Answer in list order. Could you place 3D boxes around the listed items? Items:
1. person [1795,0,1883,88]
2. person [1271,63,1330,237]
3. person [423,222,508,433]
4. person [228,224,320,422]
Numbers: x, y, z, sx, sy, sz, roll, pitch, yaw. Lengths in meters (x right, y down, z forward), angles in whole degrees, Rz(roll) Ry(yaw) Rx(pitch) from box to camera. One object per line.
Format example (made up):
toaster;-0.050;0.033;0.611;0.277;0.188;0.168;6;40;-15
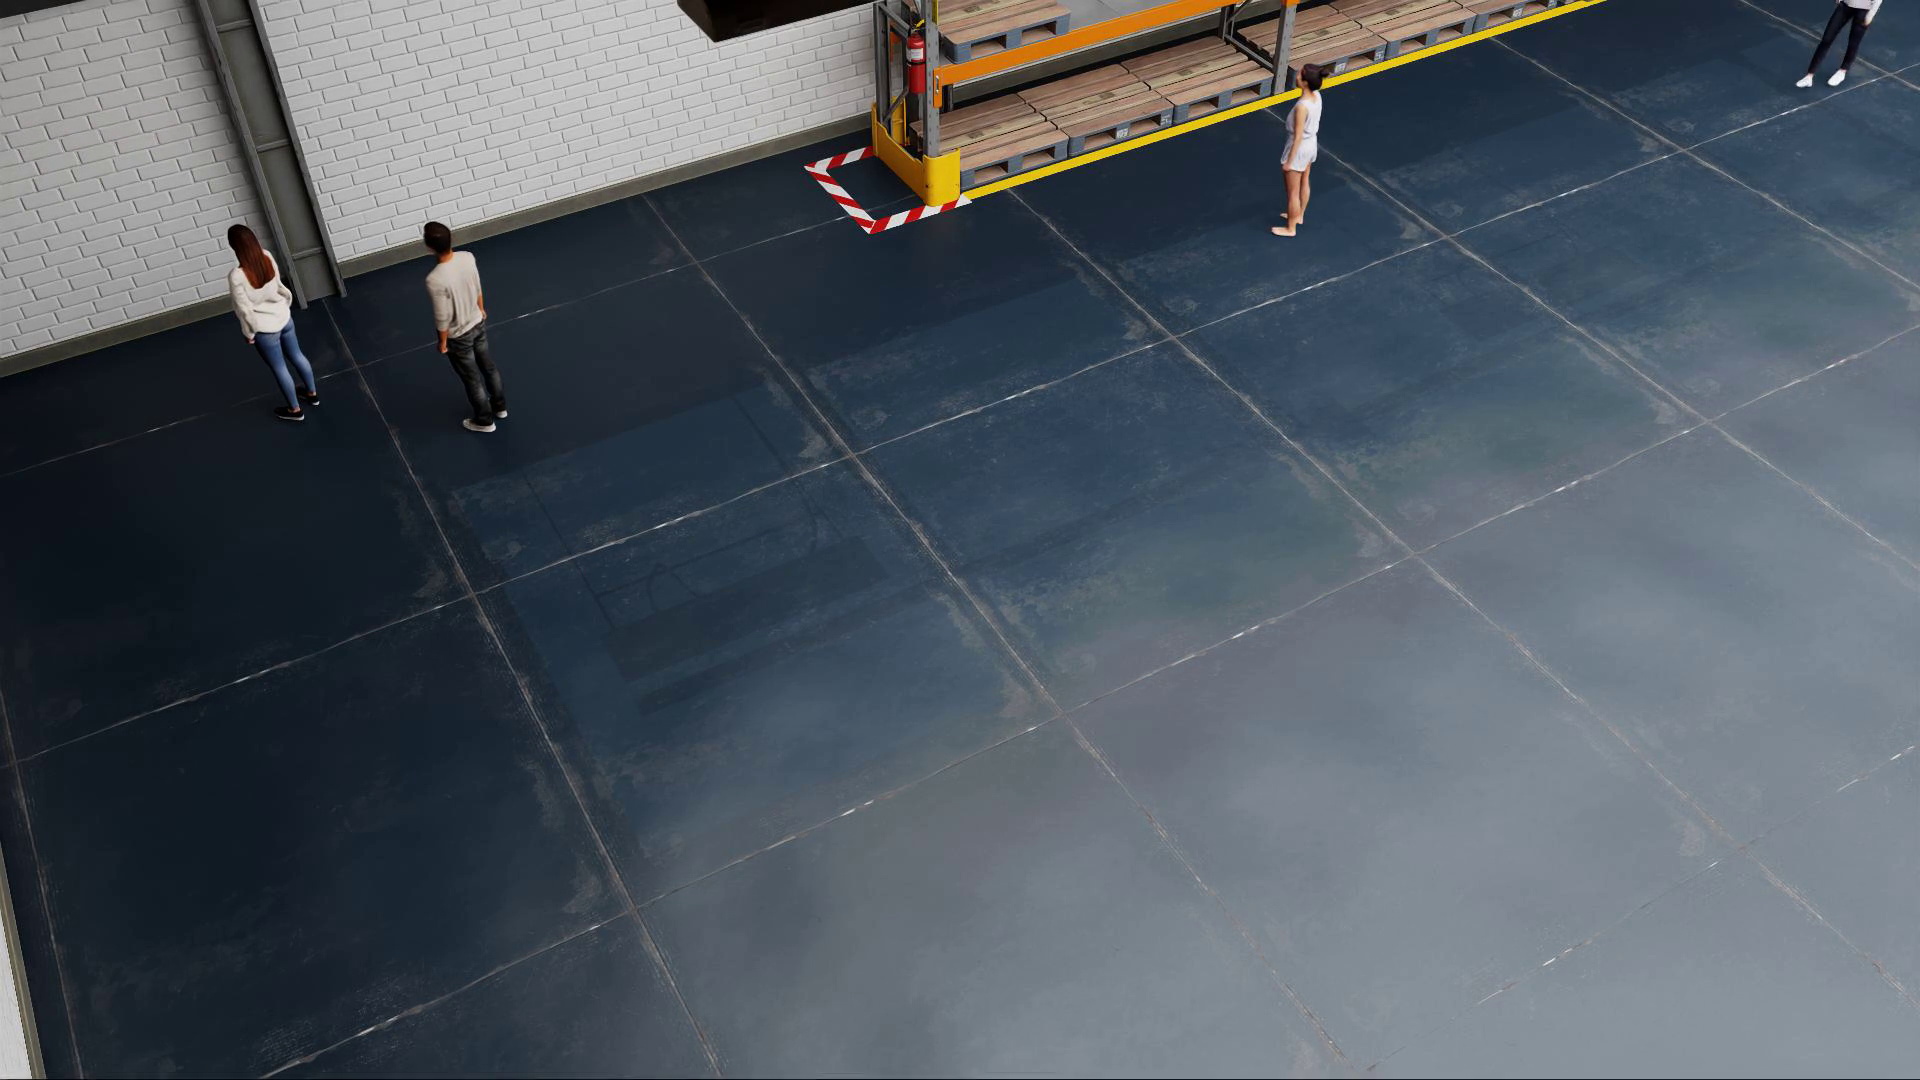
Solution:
person;8.891;-5.262;16.375;0.964;1.678;0.732;-32;52;-29
person;2.962;-3.397;14.469;0.709;1.608;0.608;21;47;20
person;-3.697;-1.587;12.424;0.799;1.807;0.684;20;47;20
person;-5.215;-1.649;12.572;0.769;1.692;0.672;18;46;18
